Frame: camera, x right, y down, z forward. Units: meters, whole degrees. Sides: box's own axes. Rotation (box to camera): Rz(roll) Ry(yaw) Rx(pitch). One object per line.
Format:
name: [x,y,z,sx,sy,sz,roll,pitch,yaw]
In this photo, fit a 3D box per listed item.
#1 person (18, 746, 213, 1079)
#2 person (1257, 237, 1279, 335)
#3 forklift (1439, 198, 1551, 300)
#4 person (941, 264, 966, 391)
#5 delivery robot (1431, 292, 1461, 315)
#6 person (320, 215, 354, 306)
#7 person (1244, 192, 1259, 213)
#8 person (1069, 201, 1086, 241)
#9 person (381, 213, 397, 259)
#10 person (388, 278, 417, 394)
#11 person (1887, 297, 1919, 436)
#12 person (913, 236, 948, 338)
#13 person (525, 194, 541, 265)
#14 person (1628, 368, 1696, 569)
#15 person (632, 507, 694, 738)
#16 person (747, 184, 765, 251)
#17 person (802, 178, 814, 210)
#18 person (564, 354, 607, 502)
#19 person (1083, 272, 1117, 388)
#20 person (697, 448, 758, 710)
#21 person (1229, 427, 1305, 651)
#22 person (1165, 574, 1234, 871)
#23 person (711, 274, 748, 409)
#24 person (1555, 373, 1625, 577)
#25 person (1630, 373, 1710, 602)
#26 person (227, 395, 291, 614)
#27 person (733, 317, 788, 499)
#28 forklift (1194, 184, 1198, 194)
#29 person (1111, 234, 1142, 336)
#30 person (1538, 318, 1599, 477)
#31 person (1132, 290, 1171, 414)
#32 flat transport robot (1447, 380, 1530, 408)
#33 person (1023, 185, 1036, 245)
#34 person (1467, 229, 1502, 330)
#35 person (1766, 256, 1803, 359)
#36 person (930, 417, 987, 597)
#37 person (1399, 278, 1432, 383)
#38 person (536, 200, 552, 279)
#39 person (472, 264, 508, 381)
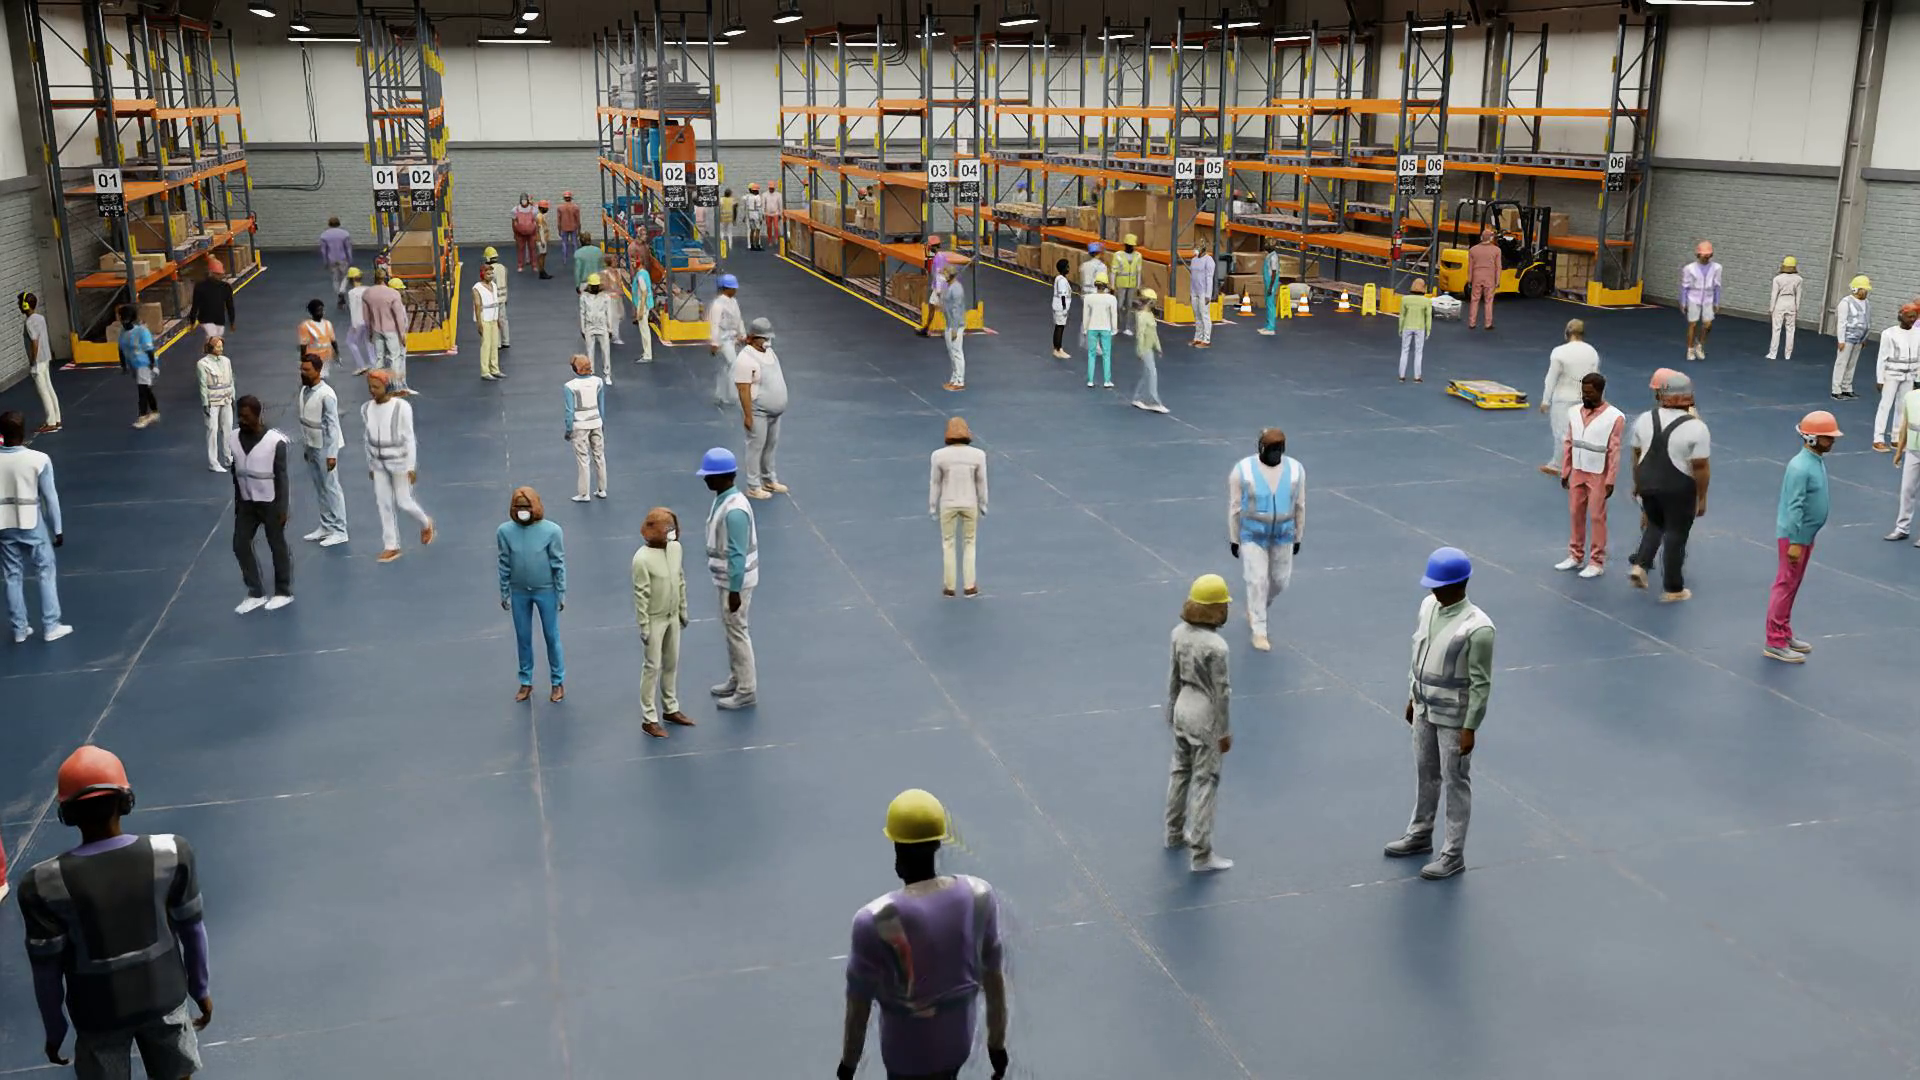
person: [-3.180,1.756,6.344,0.605,2.035,0.385,-10,18,-33]
person: [5.821,-4.775,31.291,0.331,1.841,0.525,0,15,0]
forklift: [11.913,-6.508,37.130,2.313,2.155,1.214,-4,15,-15]
person: [-0.103,-3.233,25.331,0.376,1.932,0.623,-3,15,-13]
delivery robot: [9.776,-4.744,33.456,0.477,0.478,0.707,-4,15,-14]
person: [-13.343,-5.978,35.647,0.648,1.927,0.505,-2,15,-6]
person: [8.325,-9.076,47.661,0.486,1.744,0.294,13,20,41]
person: [3.091,-7.782,42.668,0.526,1.813,1.004,-7,16,-24]
person: [-15.835,-8.719,46.129,0.429,1.844,0.625,-10,18,-32]
person: [-8.436,-3.066,25.044,0.296,1.744,0.484,-10,18,-33]
person: [12.528,-2.249,21.774,0.570,1.843,0.372,-9,17,-30]
person: [-0.447,-4.696,30.918,0.853,1.883,0.577,4,15,15]
person: [-11.527,-8.373,44.770,0.652,1.878,0.768,0,15,-2]
person: [6.581,-0.649,15.593,0.574,1.926,0.503,-4,15,-16]
person: [-2.086,0.560,11.623,0.279,1.629,0.512,8,17,27]
person: [-5.953,-9.401,48.510,0.552,1.935,0.365,13,20,40]
person: [-4.743,-10.301,51.913,0.380,1.928,0.543,11,19,36]
person: [-4.129,-1.234,18.347,0.311,1.642,0.513,13,19,40]
person: [2.157,-3.225,25.601,0.533,1.768,0.310,4,15,13]
person: [-1.678,0.273,12.114,0.423,1.935,0.620,-5,16,-17]
person: [2.480,-0.049,13.557,0.623,1.827,0.631,-1,15,-5]
person: [1.402,1.038,9.622,0.312,1.742,0.489,-8,17,-28]
person: [-3.264,-2.853,23.889,0.727,1.916,0.630,3,15,13]
person: [5.880,-0.618,15.528,0.408,1.907,0.597,-9,17,-30]
person: [6.317,-0.477,14.730,0.539,2.000,0.732,-10,18,-33]
person: [-6.069,-0.293,14.299,0.617,1.899,0.661,4,16,16]
person: [-2.185,-1.481,18.511,0.535,2.000,0.683,6,16,22]
forklift: [7.392,-11.333,53.972,1.873,2.768,1.129,-4,15,-15]
person: [3.105,-4.775,31.157,0.609,1.914,0.488,-6,16,-21]
person: [7.085,-1.599,19.207,0.631,1.915,0.885,-7,16,-24]
person: [2.718,-2.674,23.636,0.622,1.713,0.585,5,16,19]
flat transport robot: [7.749,-2.154,24.432,0.652,0.197,1.431,-2,15,-6]
person: [2.016,-9.419,48.560,0.386,1.948,0.601,-2,15,-9]
person: [10.116,-5.020,32.075,0.647,1.913,0.409,9,17,29]
person: [14.087,-3.966,28.429,0.484,1.745,0.296,2,15,8]
person: [-0.013,-0.289,14.849,0.516,1.619,0.342,-3,15,-9]
person: [7.127,-3.279,26.075,0.504,1.626,0.279,7,16,23]
person: [-10.257,-7.415,41.041,0.377,1.932,0.552,-3,15,-9]
person: [-7.466,-3.431,26.256,0.401,1.831,0.571,4,15,15]
